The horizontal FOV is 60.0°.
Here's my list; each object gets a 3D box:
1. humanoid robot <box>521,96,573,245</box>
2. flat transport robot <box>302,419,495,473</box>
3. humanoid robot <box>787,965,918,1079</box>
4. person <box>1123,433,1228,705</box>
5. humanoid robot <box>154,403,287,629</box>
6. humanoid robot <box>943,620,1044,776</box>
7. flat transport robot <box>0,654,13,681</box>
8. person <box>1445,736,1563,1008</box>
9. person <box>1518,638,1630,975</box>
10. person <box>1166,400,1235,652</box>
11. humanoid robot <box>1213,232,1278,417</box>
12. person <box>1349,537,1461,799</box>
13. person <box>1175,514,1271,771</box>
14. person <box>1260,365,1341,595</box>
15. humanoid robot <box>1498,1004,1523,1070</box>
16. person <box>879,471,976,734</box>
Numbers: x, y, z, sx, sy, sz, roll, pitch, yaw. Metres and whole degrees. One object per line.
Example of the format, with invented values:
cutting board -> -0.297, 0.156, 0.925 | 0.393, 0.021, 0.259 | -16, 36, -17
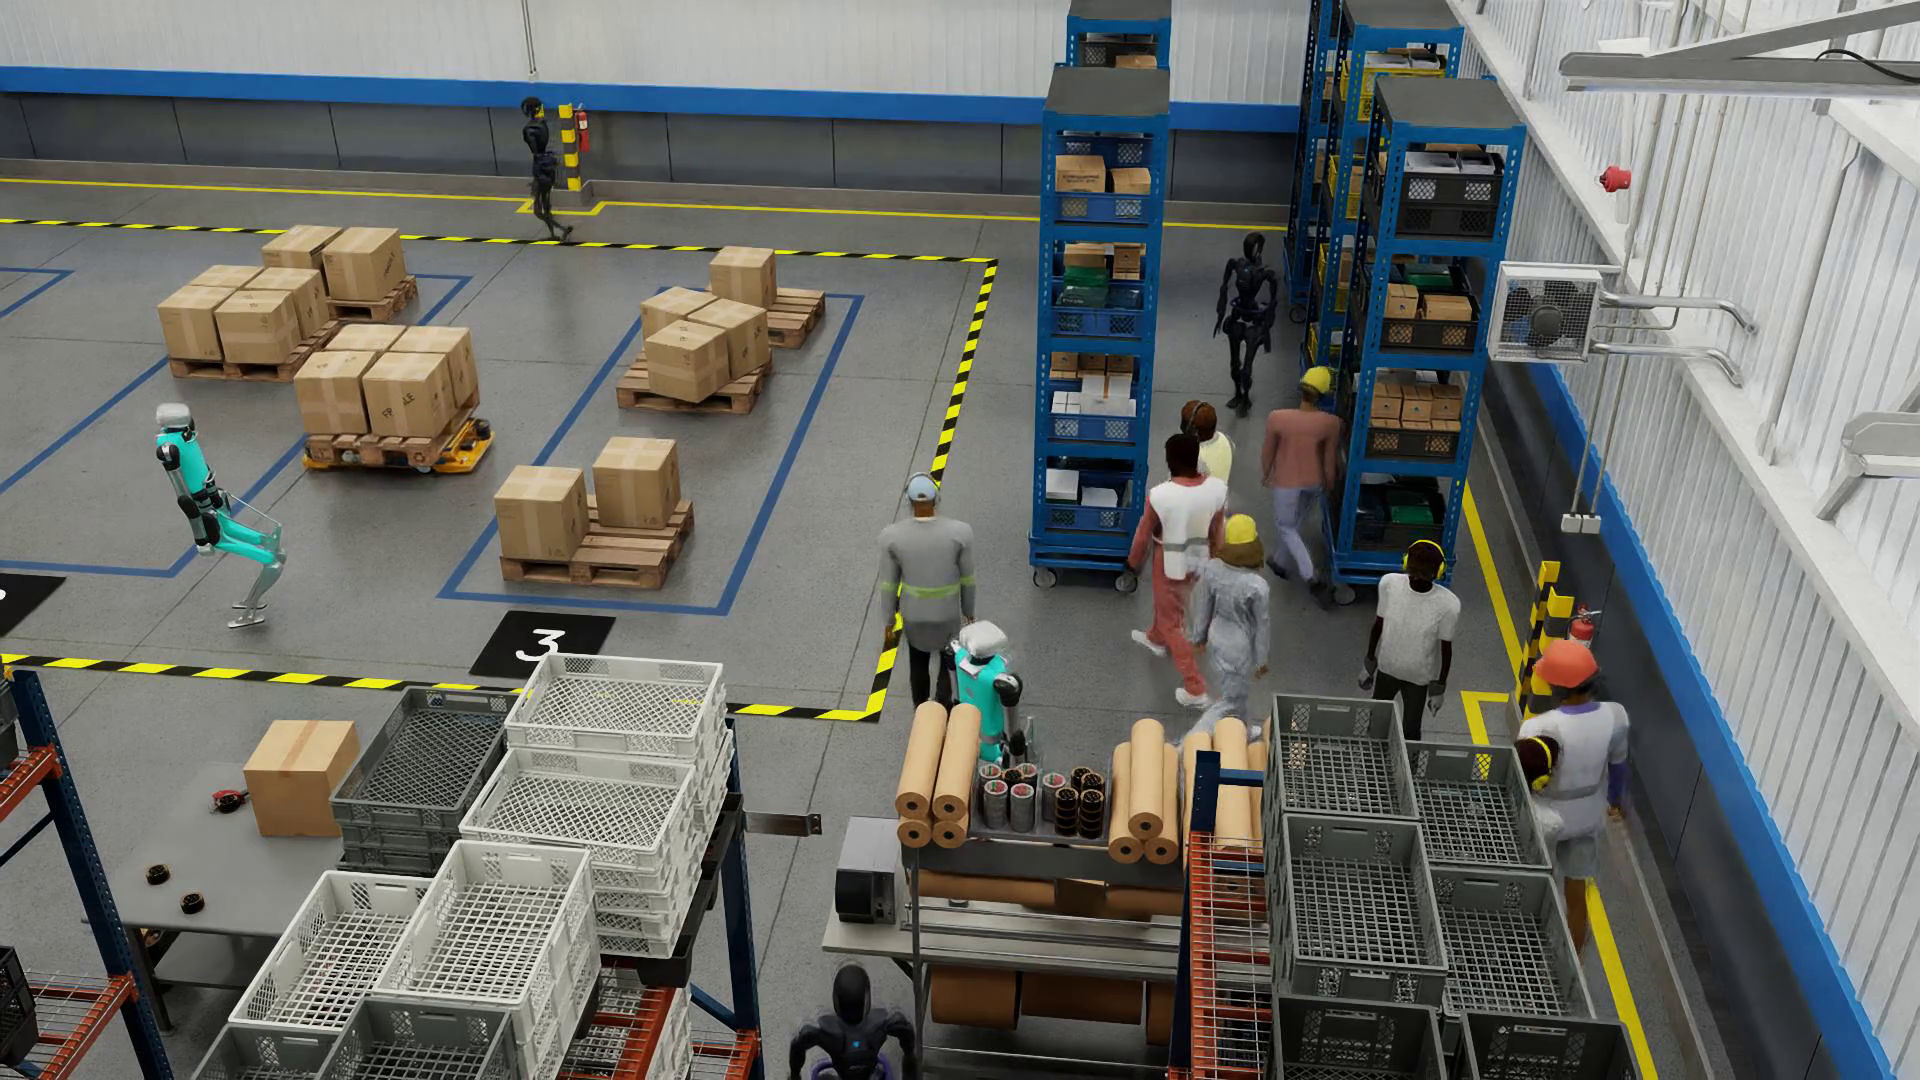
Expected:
humanoid robot -> -4.523, -4.044, 18.215 | 0.441, 1.642, 0.602 | -2, 30, -3
flat transport robot -> -4.742, -0.827, 14.065 | 1.431, 0.197, 0.652 | 2, 30, 4
humanoid robot -> -0.467, 2.397, 7.166 | 0.606, 1.633, 0.582 | -6, 31, -11
person -> 1.423, 0.147, 10.855 | 0.582, 1.855, 1.000 | -18, 35, -28
humanoid robot -> -4.967, -0.179, 11.388 | 0.735, 1.677, 0.533 | -5, 31, -8
humanoid robot -> 0.277, 1.130, 9.246 | 0.982, 1.720, 0.547 | -25, 38, -36
flat transport robot -> -7.142, 0.969, 11.010 | 1.431, 0.231, 0.659 | 3, 30, 6
person -> 2.626, 1.705, 8.169 | 0.502, 1.865, 0.347 | 21, 36, 31
person -> 3.103, 1.350, 8.642 | 0.769, 1.978, 1.006 | -7, 31, -11
person -> 1.570, -0.097, 11.275 | 0.430, 1.842, 0.625 | 20, 36, 31
humanoid robot -> 2.486, -1.901, 14.529 | 0.586, 1.651, 0.406 | 21, 36, 32
person -> 2.593, 0.795, 9.729 | 0.509, 1.865, 0.337 | 19, 35, 30
person -> 1.616, 0.650, 10.134 | 0.779, 1.696, 0.492 | -19, 35, -30
person -> 2.436, -0.408, 11.921 | 0.530, 1.720, 0.666 | -5, 31, -8
humanoid robot -> 2.262, 2.437, 7.148 | 0.596, 1.617, 0.801 | -3, 30, -6
person -> -0.199, 0.434, 10.381 | 0.600, 1.821, 0.612 | 2, 30, 4
